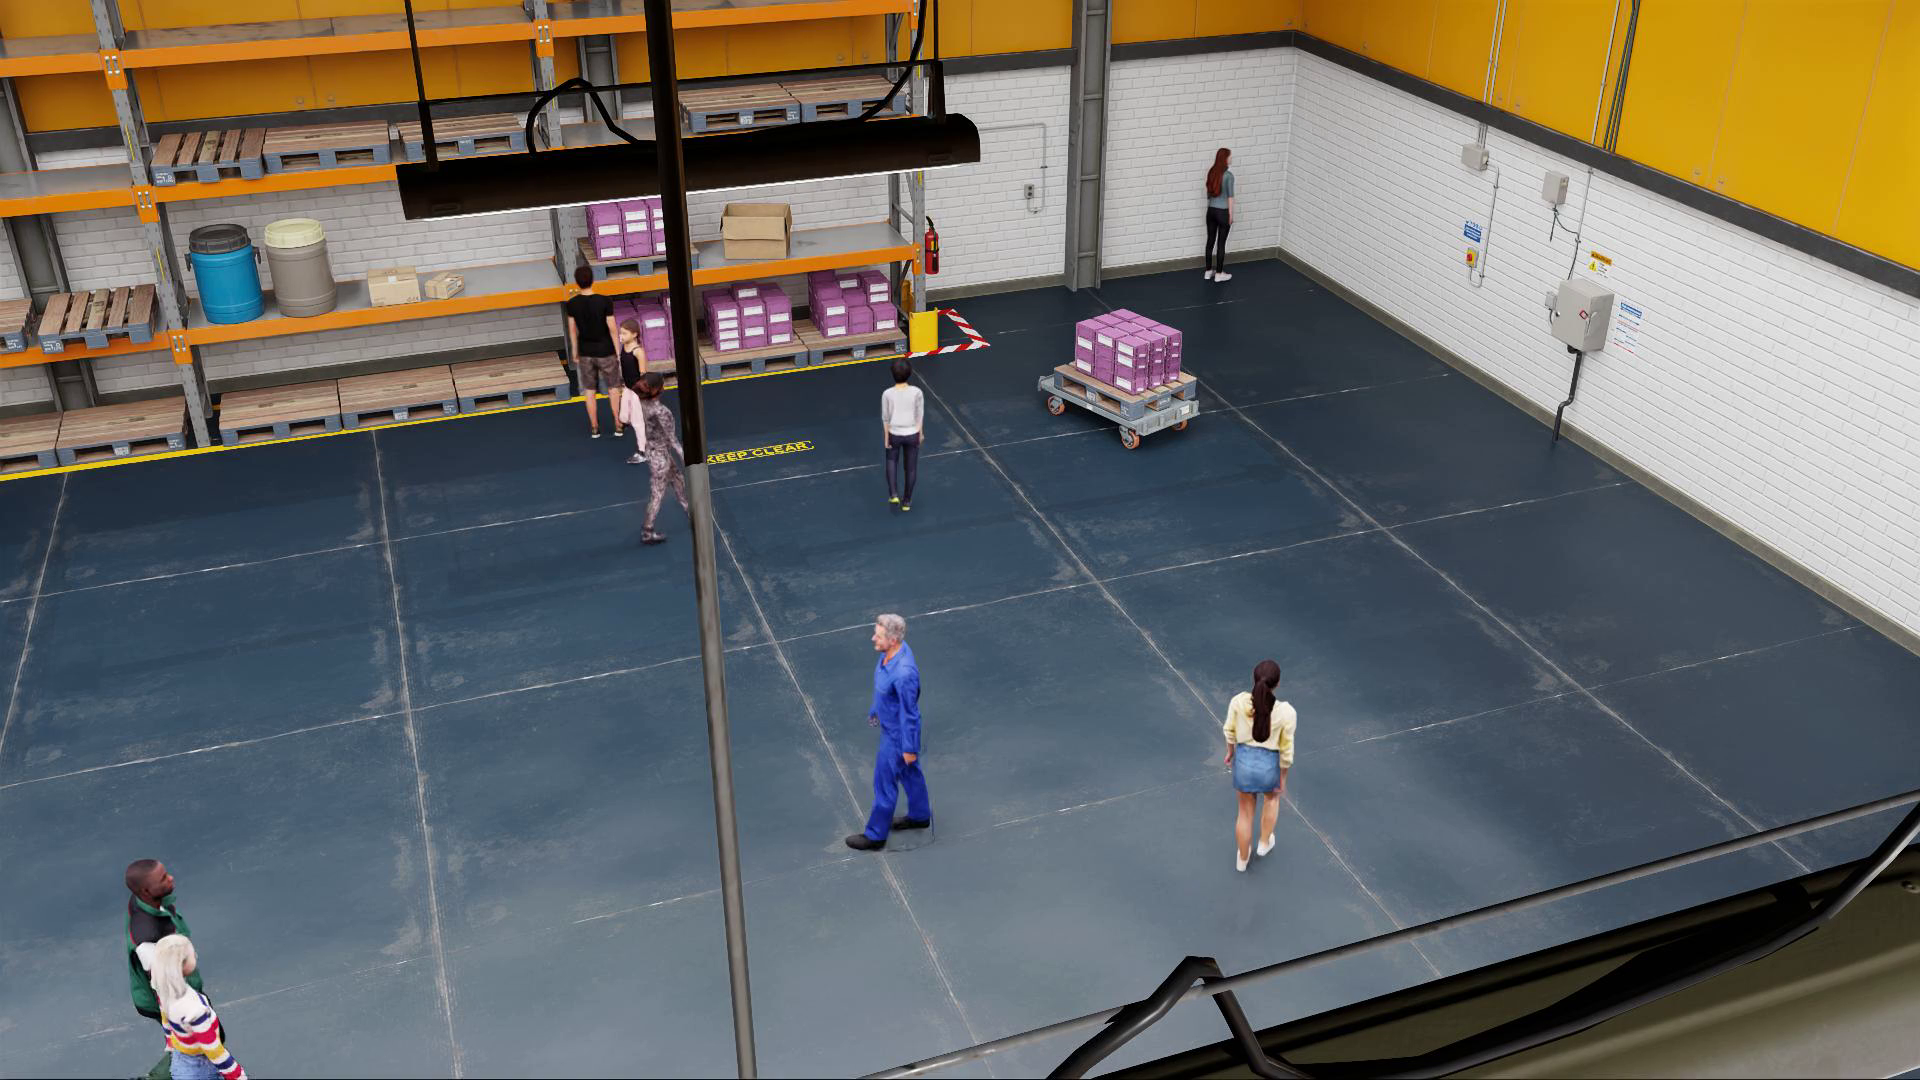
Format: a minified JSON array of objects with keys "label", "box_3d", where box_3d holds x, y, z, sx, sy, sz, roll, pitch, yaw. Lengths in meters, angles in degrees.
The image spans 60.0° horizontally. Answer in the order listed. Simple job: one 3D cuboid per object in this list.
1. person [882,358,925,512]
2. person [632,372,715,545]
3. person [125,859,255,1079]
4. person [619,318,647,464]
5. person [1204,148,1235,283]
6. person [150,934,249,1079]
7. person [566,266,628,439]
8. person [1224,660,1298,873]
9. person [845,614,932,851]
[{"label":"person","box_3d":[-0.544,-0.978,15.941,0.566,1.541,0.680,-1,29,-1]},{"label":"person","box_3d":[-2.826,-0.721,15.321,1.002,1.684,0.633,-13,31,-23]},{"label":"person","box_3d":[-4.440,2.541,9.200,0.996,1.820,0.742,-13,31,-23]},{"label":"person","box_3d":[-3.259,-1.551,16.980,0.789,1.553,0.662,-22,36,-35]},{"label":"person","box_3d":[3.382,-4.250,21.730,0.648,1.742,0.644,-23,36,-35]},{"label":"person","box_3d":[-4.058,2.844,8.701,1.168,1.766,0.936,-24,37,-36]},{"label":"person","box_3d":[-3.830,-1.959,17.415,0.635,1.852,0.799,0,29,0]},{"label":"person","box_3d":[1.986,1.565,11.198,0.760,1.618,0.837,7,29,13]},{"label":"person","box_3d":[-0.354,1.296,11.484,0.941,1.816,0.860,-4,29,-7]}]
